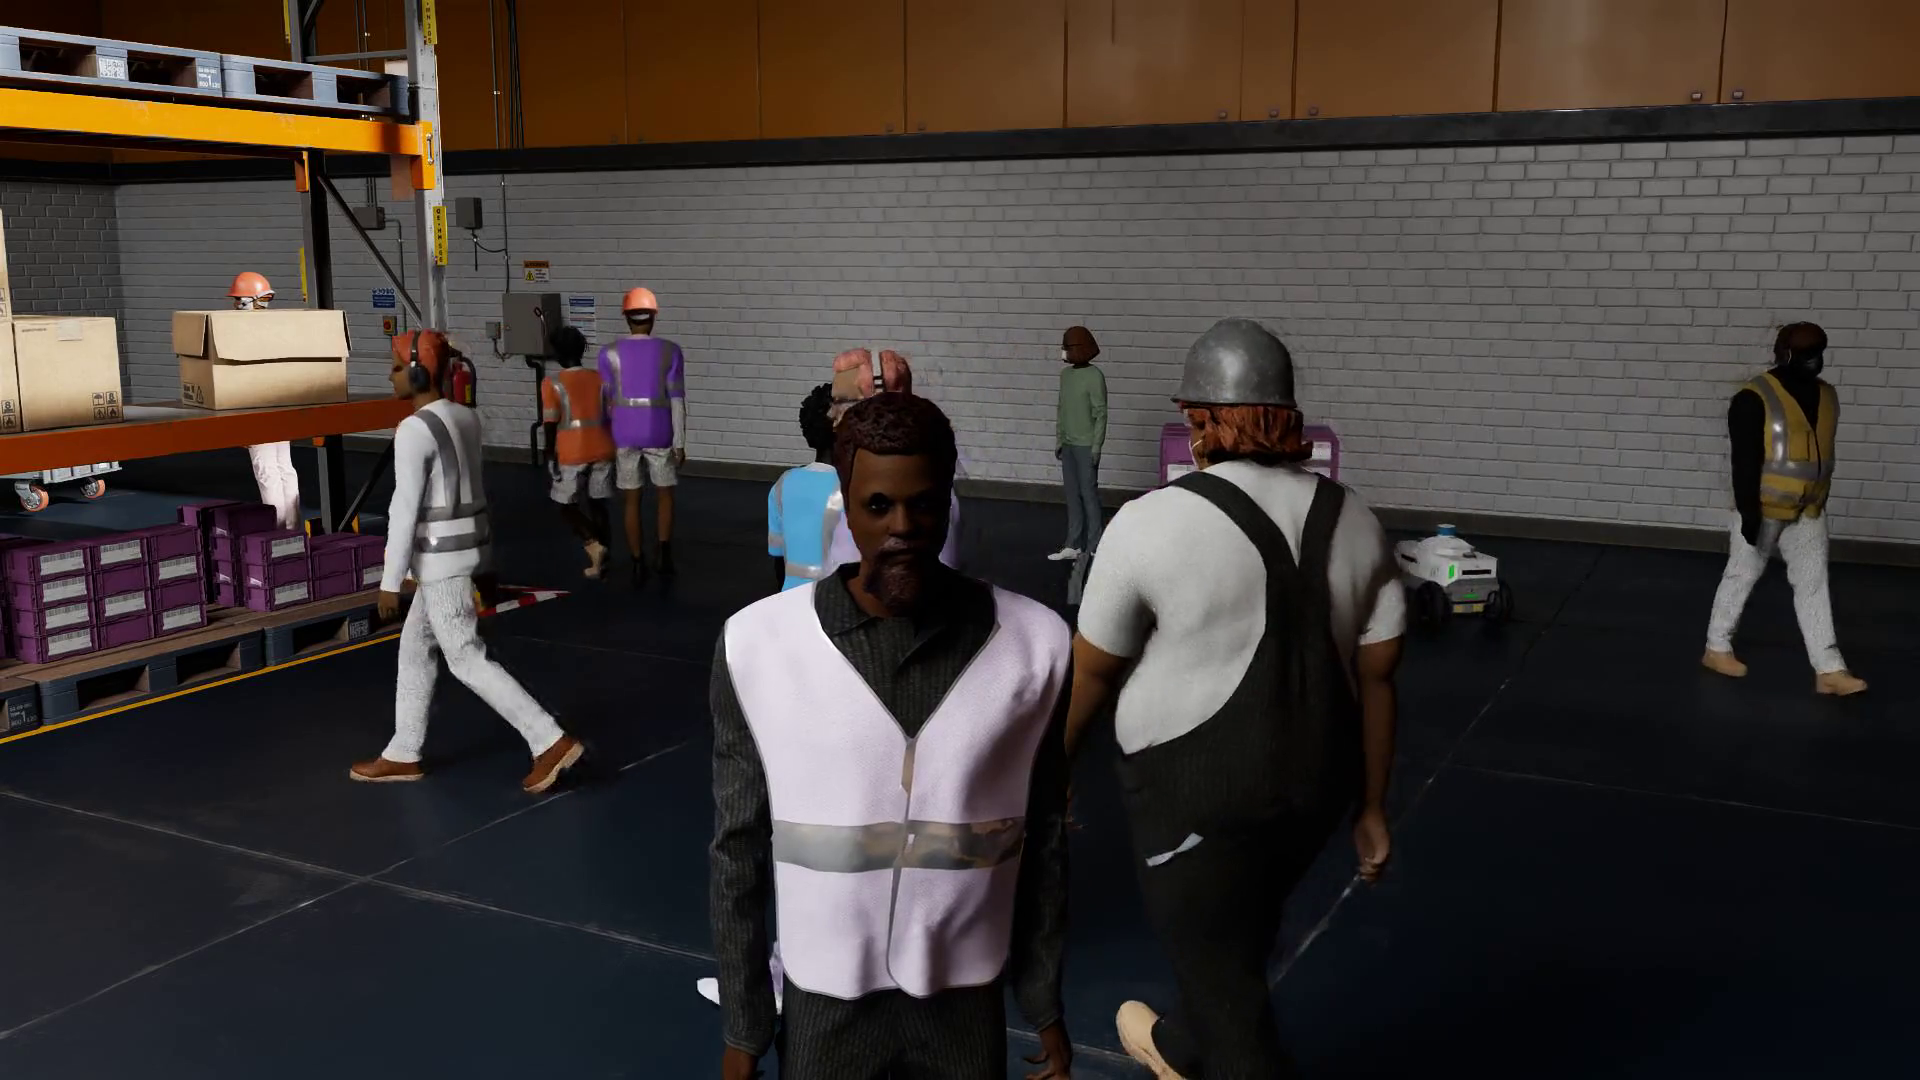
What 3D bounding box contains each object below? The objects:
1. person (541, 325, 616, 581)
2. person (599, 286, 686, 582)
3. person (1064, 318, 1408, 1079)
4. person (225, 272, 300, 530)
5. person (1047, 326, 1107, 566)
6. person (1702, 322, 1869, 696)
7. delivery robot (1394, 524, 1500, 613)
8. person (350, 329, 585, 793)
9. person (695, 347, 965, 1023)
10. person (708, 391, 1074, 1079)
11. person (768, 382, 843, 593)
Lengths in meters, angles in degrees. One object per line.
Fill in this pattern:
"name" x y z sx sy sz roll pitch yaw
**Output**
"person" -2.362 -0.526 10.567 0.561 1.675 0.540 -8 13 -39
"person" -2.045 -0.667 10.735 0.557 1.914 0.427 -1 10 -6
"person" 0.553 0.482 3.685 0.693 2.000 1.040 -5 11 -26
"person" -4.829 -0.849 11.521 0.383 1.996 0.609 0 10 2
"person" 0.807 -0.637 11.338 0.269 1.632 0.508 -6 11 -29
"person" 4.041 -0.160 8.131 0.637 1.795 0.896 -3 10 -17
"delivery robot" 2.808 0.151 9.625 0.477 0.478 0.707 -2 10 -12
"person" -1.959 0.096 6.518 0.958 1.846 0.589 1 10 4
"person" -0.298 0.410 4.605 0.955 1.862 0.684 -1 10 -8
"person" -0.102 0.718 2.672 0.589 1.919 0.393 -2 10 -13
"person" -0.438 0.310 5.672 0.317 1.695 0.540 -9 13 -42
